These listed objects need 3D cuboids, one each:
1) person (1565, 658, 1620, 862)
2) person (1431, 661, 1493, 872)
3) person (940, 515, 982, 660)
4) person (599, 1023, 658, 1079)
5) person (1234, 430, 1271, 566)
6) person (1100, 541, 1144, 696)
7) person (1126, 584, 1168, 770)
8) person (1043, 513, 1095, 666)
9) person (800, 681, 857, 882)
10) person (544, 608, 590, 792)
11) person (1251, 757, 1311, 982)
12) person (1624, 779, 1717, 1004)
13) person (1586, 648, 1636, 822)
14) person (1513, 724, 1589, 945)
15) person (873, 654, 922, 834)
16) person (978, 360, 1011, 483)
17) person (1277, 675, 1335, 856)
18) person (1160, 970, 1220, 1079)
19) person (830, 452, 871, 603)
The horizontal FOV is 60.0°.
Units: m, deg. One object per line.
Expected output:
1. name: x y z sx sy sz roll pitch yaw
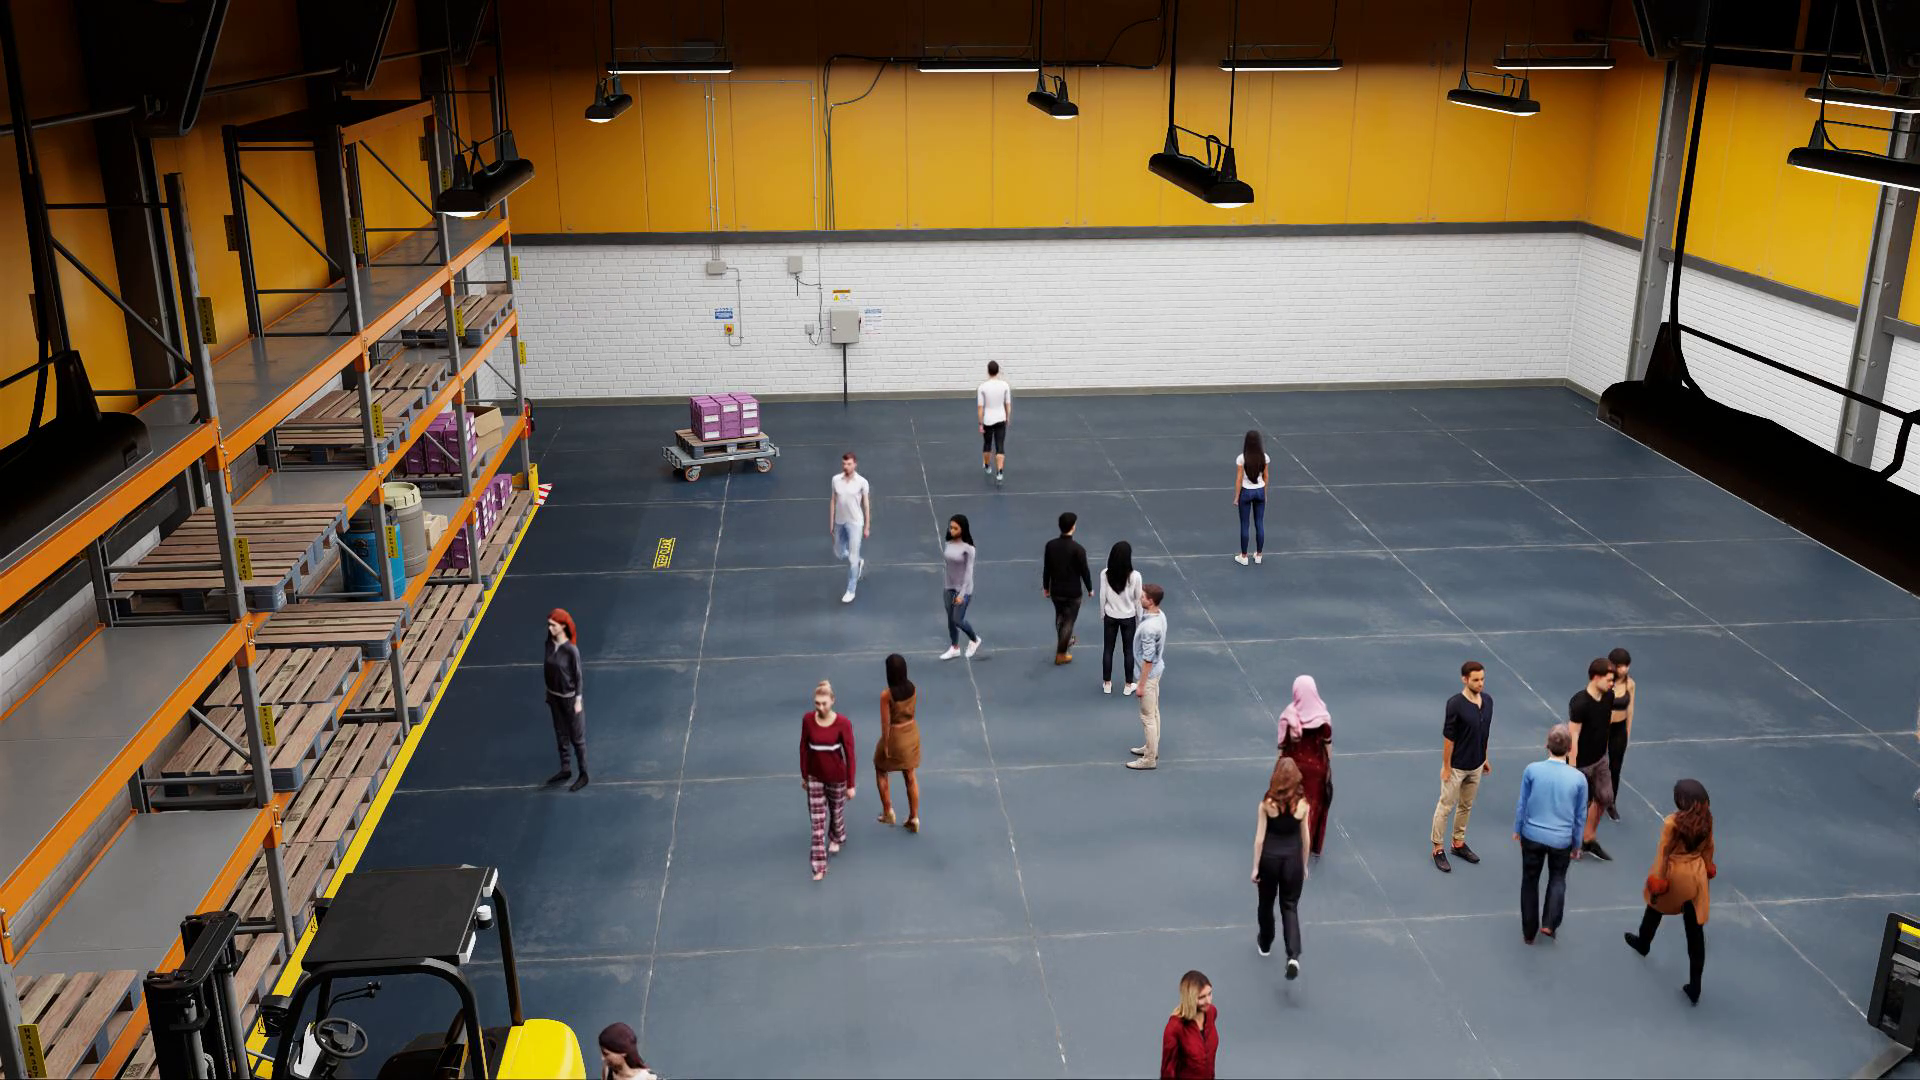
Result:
1. person: 5.312 1.833 14.304 0.859 1.846 0.888 -10 21 -26
2. person: 4.271 1.886 14.126 0.704 1.859 0.656 -9 20 -24
3. person: 0.056 0.539 18.344 0.863 1.719 0.804 -13 23 -35
4. person: -1.832 3.508 9.692 0.874 1.614 1.104 5 19 15
5. person: 3.777 -0.555 21.505 0.607 1.775 0.536 -3 19 -10
6. person: 1.688 0.813 17.558 0.683 1.701 0.663 4 19 13
7. person: 1.814 1.288 15.917 0.777 1.848 0.621 5 19 15
8. person: 1.146 0.556 18.314 0.941 1.706 1.019 12 22 32
9. person: -1.104 1.994 14.127 0.777 1.654 1.090 2 19 6
10. person: -3.677 1.469 15.487 0.648 1.780 0.684 12 22 32
11. person: 2.434 2.494 12.532 0.652 1.724 1.053 0 19 0
12. person: 5.355 2.602 12.264 0.796 1.690 1.068 -2 19 -6
13. person: 5.805 1.718 14.967 0.610 1.640 0.601 2 19 5
14. person: 4.562 2.323 12.910 0.807 1.806 0.844 7 20 19
15. person: -0.476 1.821 14.615 0.720 1.670 0.779 -14 23 -35
16. person: 0.542 -1.754 24.996 0.674 1.819 1.207 -1 19 -4
17. person: 2.973 1.955 14.307 0.871 1.611 1.096 4 19 13
18. person: 1.396 3.346 10.142 0.681 1.634 0.715 -16 25 -40
19. person: -1.327 -0.199 20.357 0.943 1.834 1.116 7 20 21
